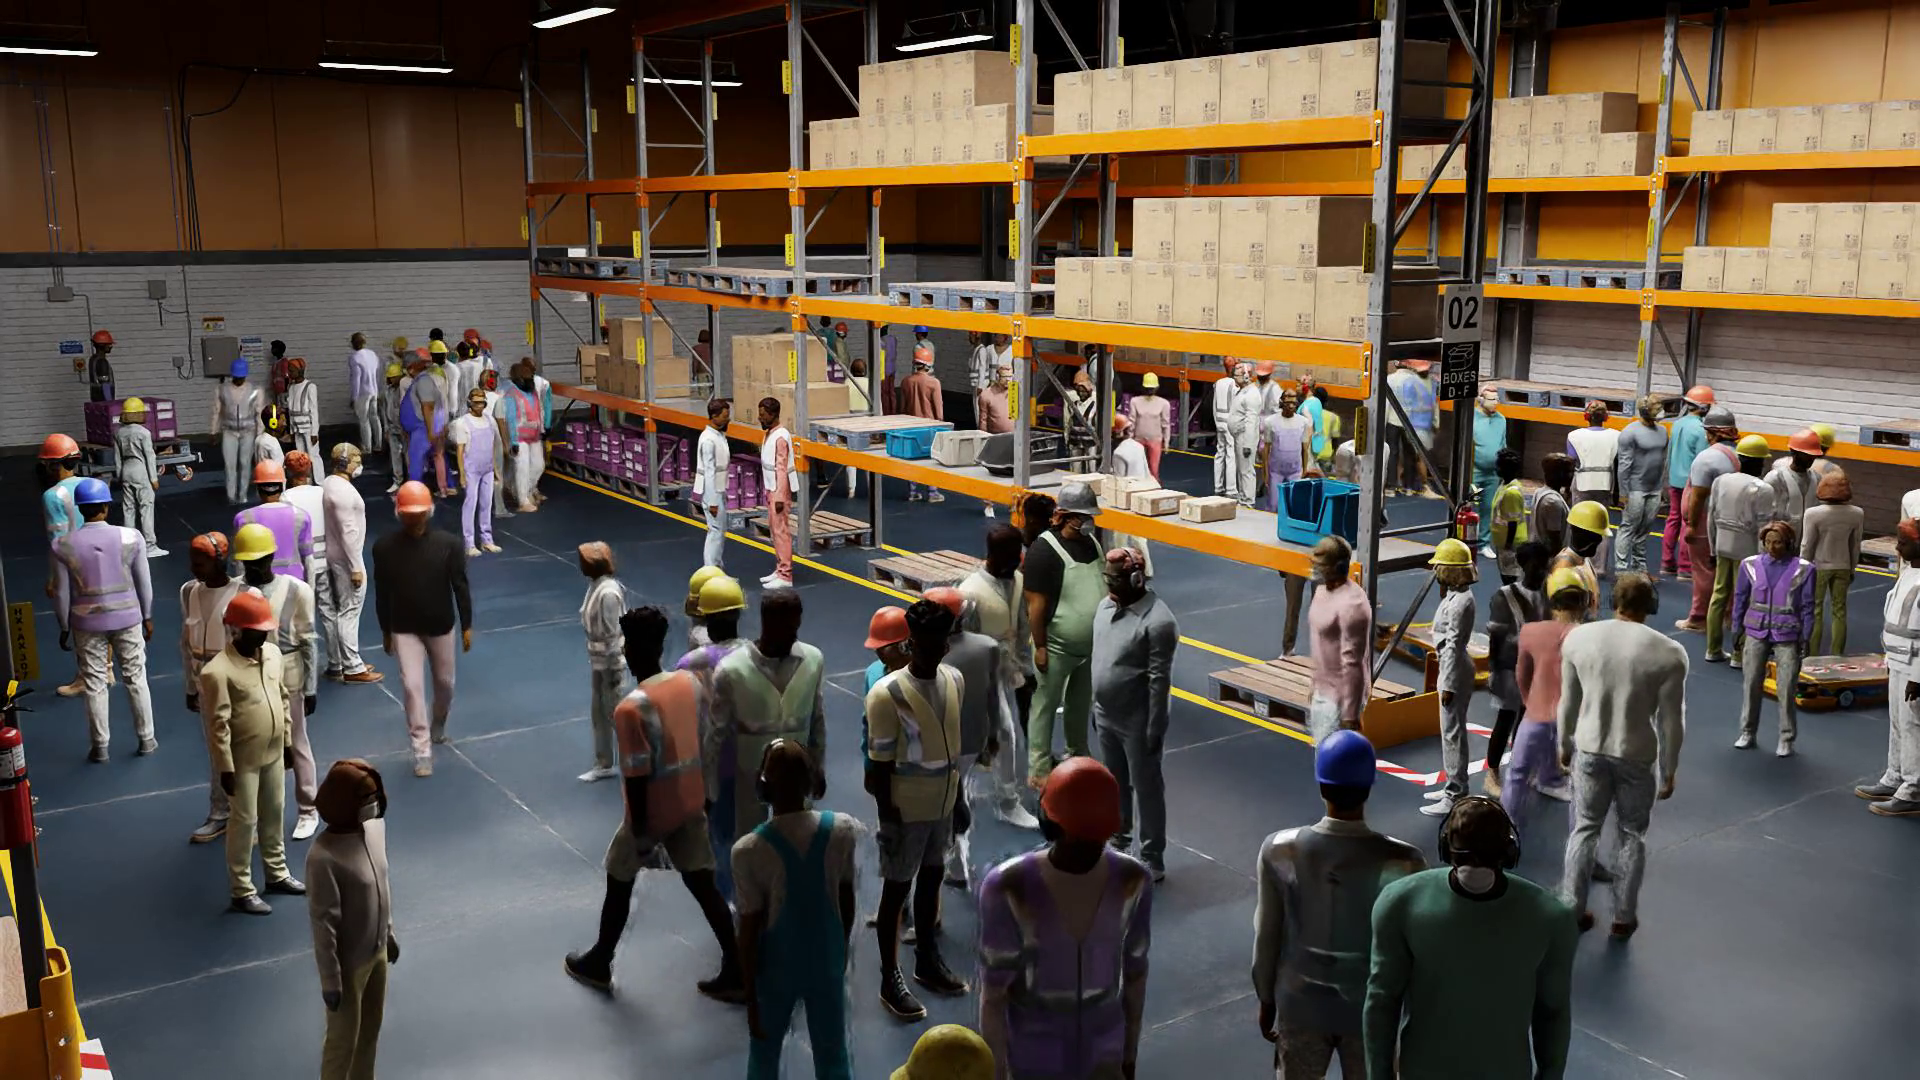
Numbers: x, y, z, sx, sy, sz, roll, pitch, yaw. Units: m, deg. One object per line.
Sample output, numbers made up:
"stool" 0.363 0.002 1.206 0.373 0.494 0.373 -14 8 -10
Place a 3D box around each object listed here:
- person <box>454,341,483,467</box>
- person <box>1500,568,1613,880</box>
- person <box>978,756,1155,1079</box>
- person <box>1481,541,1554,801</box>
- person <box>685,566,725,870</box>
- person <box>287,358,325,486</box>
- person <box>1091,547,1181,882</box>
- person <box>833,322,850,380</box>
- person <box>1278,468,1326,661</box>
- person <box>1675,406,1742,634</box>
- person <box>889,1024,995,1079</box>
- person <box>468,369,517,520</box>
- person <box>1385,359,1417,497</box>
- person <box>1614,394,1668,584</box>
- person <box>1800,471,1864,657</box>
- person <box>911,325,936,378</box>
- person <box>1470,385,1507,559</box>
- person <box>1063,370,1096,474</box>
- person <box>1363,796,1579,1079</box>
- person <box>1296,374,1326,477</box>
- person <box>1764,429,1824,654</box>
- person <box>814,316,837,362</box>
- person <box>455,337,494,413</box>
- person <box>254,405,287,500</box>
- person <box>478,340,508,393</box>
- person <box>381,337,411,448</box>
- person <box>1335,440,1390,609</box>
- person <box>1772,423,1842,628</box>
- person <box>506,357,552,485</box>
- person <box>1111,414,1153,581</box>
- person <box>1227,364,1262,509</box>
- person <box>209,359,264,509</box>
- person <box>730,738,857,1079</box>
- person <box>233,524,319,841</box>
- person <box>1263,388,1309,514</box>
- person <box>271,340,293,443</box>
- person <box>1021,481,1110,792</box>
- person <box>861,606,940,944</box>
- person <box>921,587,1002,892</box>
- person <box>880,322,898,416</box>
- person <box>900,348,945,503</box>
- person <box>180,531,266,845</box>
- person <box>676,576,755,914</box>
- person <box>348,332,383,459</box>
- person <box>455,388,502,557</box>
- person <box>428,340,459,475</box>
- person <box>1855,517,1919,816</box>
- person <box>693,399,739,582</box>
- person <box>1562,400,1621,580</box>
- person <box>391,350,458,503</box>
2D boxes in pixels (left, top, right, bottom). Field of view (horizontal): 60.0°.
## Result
"person" -7.244 -1.984 24.460 0.513 1.866 0.331 -8 14 -36
"person" 3.389 1.026 9.403 0.835 1.731 0.372 8 14 36
"person" 0.330 1.646 5.521 0.620 2.020 0.821 -3 11 -13
"person" 3.604 0.818 10.639 0.561 1.674 0.400 -3 12 -17
"person" -1.401 1.004 9.471 0.288 1.746 0.487 -3 11 -14
"person" -8.496 -1.421 21.564 0.571 1.877 0.353 8 13 35
"person" 0.919 0.972 9.247 0.403 1.900 0.644 -7 13 -33
"person" -2.173 -3.120 30.544 0.319 1.755 0.573 -2 11 -10
"person" 2.894 0.209 13.803 0.511 1.644 0.307 4 12 19
"person" 6.704 -0.193 14.838 0.688 2.000 0.535 -6 13 -30
"person" -0.028 2.036 4.193 0.290 1.746 0.487 -2 11 -11
"person" -5.757 -1.164 20.330 0.564 1.837 0.388 6 13 30
"person" 5.816 -1.564 21.972 0.608 1.995 0.377 -3 12 -17
"person" 6.823 -0.494 16.641 0.636 1.938 0.358 -6 13 -29
"person" 7.101 0.249 13.616 0.506 1.636 0.278 -1 11 -4
"person" -0.619 -2.655 27.681 0.390 1.948 0.607 5 12 24
"person" 5.625 -0.720 17.920 0.650 1.899 0.400 -4 12 -20
"person" 1.638 -1.470 22.423 0.497 1.633 0.287 1 11 4
"person" 1.597 1.726 5.282 0.635 1.937 0.352 2 11 12
"person" 4.126 -1.039 19.680 0.374 1.840 0.571 4 12 21
"person" 7.036 0.019 14.051 0.544 1.929 0.387 -2 11 -9
"person" -2.549 -3.413 31.821 0.514 1.844 0.327 -6 13 -28
"person" -7.339 -2.131 25.153 0.574 1.887 0.355 -1 11 -5
"person" -6.770 -0.416 16.468 0.347 1.855 0.532 -9 14 -38
"person" -7.581 -2.353 26.717 0.609 1.712 0.788 4 12 21
"person" -8.815 -2.321 26.402 0.920 1.775 0.614 3 11 13
"person" 3.773 -0.302 15.595 0.609 1.963 0.367 -6 13 -28
"person" 7.486 -0.112 14.840 0.612 1.886 0.785 9 14 39
"person" -5.852 -1.578 22.555 0.630 1.808 0.927 -5 12 -25
"person" 1.703 -0.435 16.982 0.671 1.697 0.594 6 12 27
"person" 3.486 -1.224 20.491 0.400 1.900 0.647 0 11 -1
"person" -9.182 -1.344 21.118 0.674 1.886 0.924 -5 12 -23
"person" -0.591 1.621 6.210 0.516 1.804 0.966 -5 12 -23
"person" -4.091 0.841 9.865 0.587 1.919 0.386 0 11 2
"person" 3.562 -0.749 18.226 0.502 1.837 0.350 -1 11 -4
"person" -11.051 -2.423 27.156 0.321 1.689 0.530 -10 15 -41
"person" 0.731 0.612 10.719 0.683 2.000 0.535 -10 15 -43
"person" -0.315 1.186 8.561 0.575 1.738 0.351 11 15 43
"person" -0.097 1.071 9.202 0.588 1.713 0.593 -8 14 -37
"person" -1.324 -2.947 29.253 0.381 1.917 0.585 6 13 30
"person" -0.480 -1.481 21.547 0.609 1.995 0.378 6 12 27
"person" -4.320 0.871 9.795 0.575 1.885 0.361 3 12 17
"person" -1.144 1.125 8.499 0.591 1.888 0.914 -8 14 -36
"person" -9.090 -2.207 25.409 0.355 1.936 0.635 3 11 16
"person" -5.255 -0.743 18.161 0.336 1.842 0.508 8 13 34
"person" -7.471 -1.896 23.845 0.383 1.928 0.588 -7 13 -33
"person" 5.872 0.772 10.295 0.356 1.887 0.572 3 11 15
"person" -2.448 -0.459 16.549 0.386 1.904 0.603 0 11 2
"person" 6.423 -0.498 16.900 0.569 1.844 0.378 0 11 2
"person" -7.009 -1.523 21.647 0.792 2.000 0.719 -4 12 -19
